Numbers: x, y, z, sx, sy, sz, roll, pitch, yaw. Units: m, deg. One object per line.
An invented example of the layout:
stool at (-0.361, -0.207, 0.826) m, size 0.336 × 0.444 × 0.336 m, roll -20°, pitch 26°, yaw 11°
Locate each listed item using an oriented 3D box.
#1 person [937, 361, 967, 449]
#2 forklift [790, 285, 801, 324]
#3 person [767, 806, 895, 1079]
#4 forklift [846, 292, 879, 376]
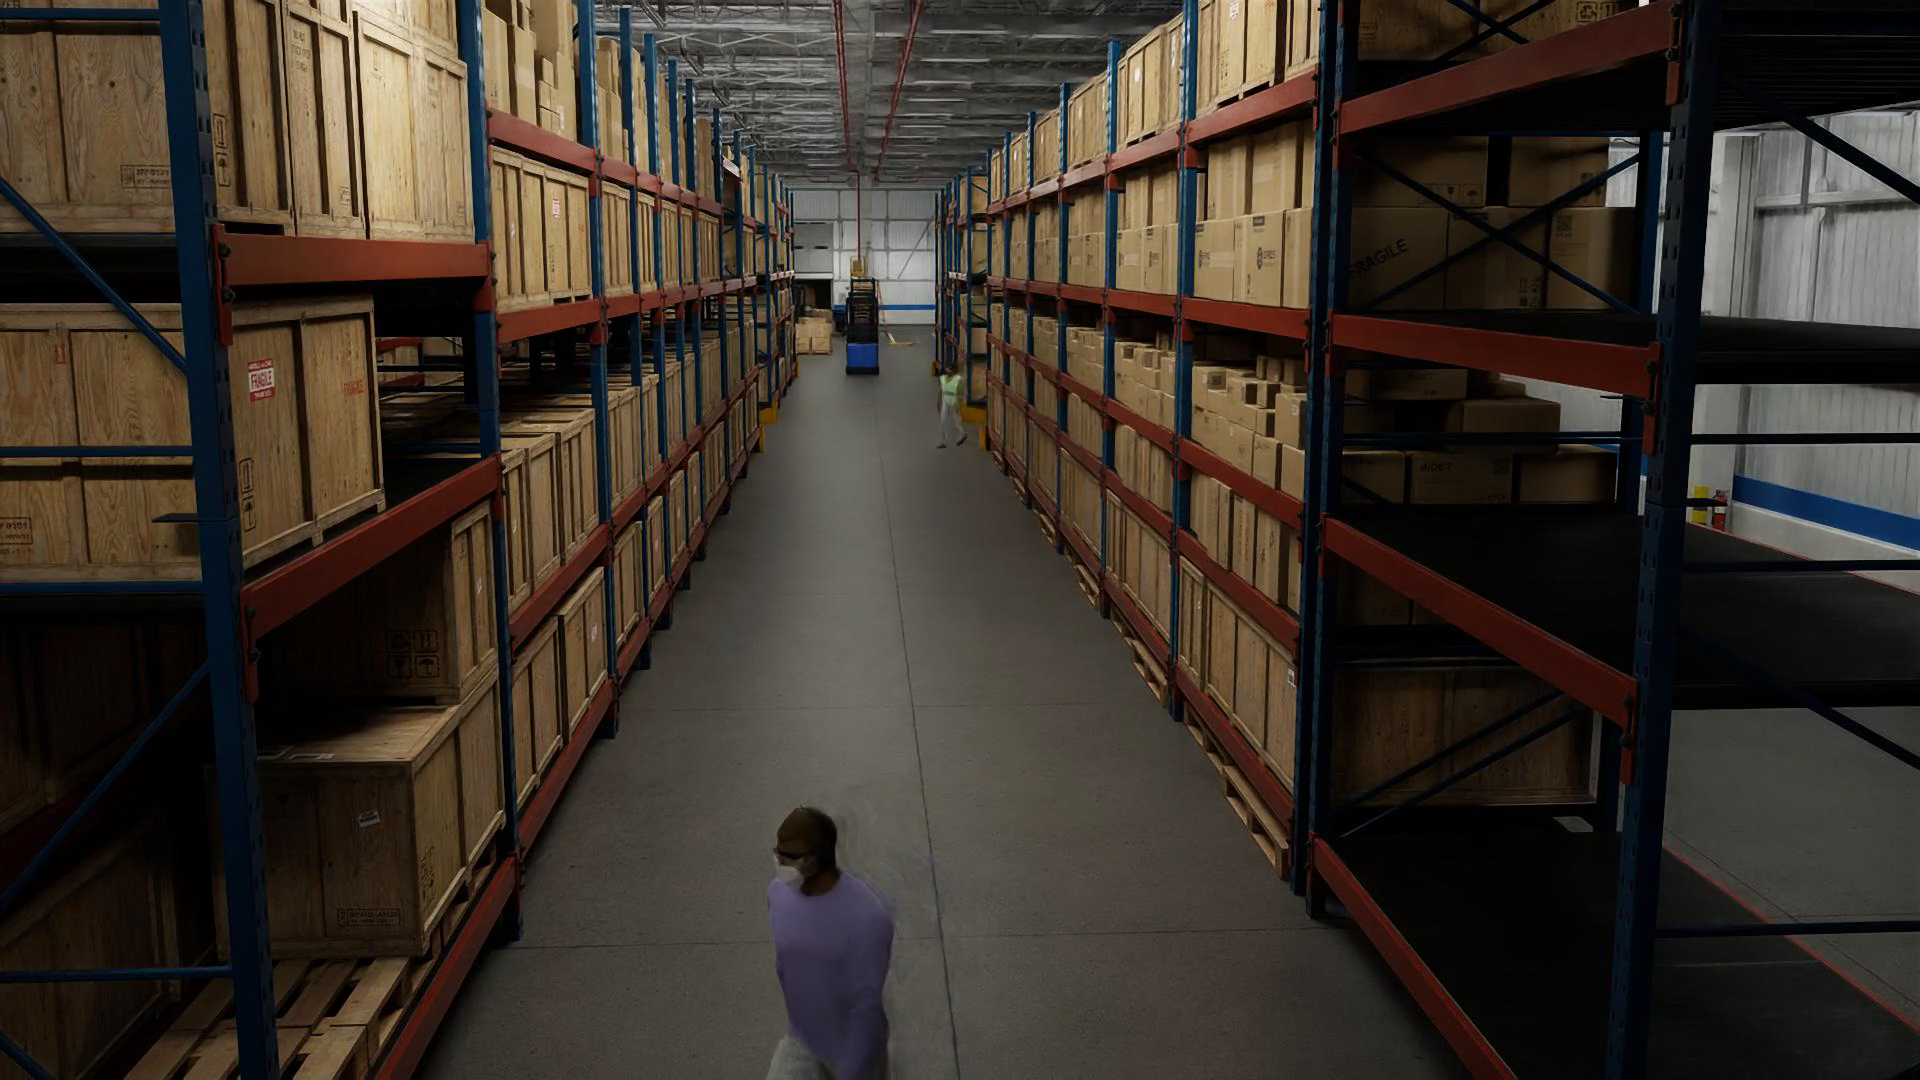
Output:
person at (-0.164, -2.796, 34.362) m, size 0.628 × 1.816 × 0.655 m, roll 8°, pitch 12°, yaw 39°
forklift at (-7.567, -10.021, 74.325) m, size 1.129 × 2.768 × 1.873 m, roll 5°, pitch 11°, yaw 27°
person at (-0.531, 1.899, 6.071) m, size 0.642 × 1.886 × 0.978 m, roll 7°, pitch 12°, yaw 38°
forklift at (-3.311, -7.005, 56.312) m, size 1.129 × 2.768 × 1.873 m, roll -1°, pitch 10°, yaw -4°
